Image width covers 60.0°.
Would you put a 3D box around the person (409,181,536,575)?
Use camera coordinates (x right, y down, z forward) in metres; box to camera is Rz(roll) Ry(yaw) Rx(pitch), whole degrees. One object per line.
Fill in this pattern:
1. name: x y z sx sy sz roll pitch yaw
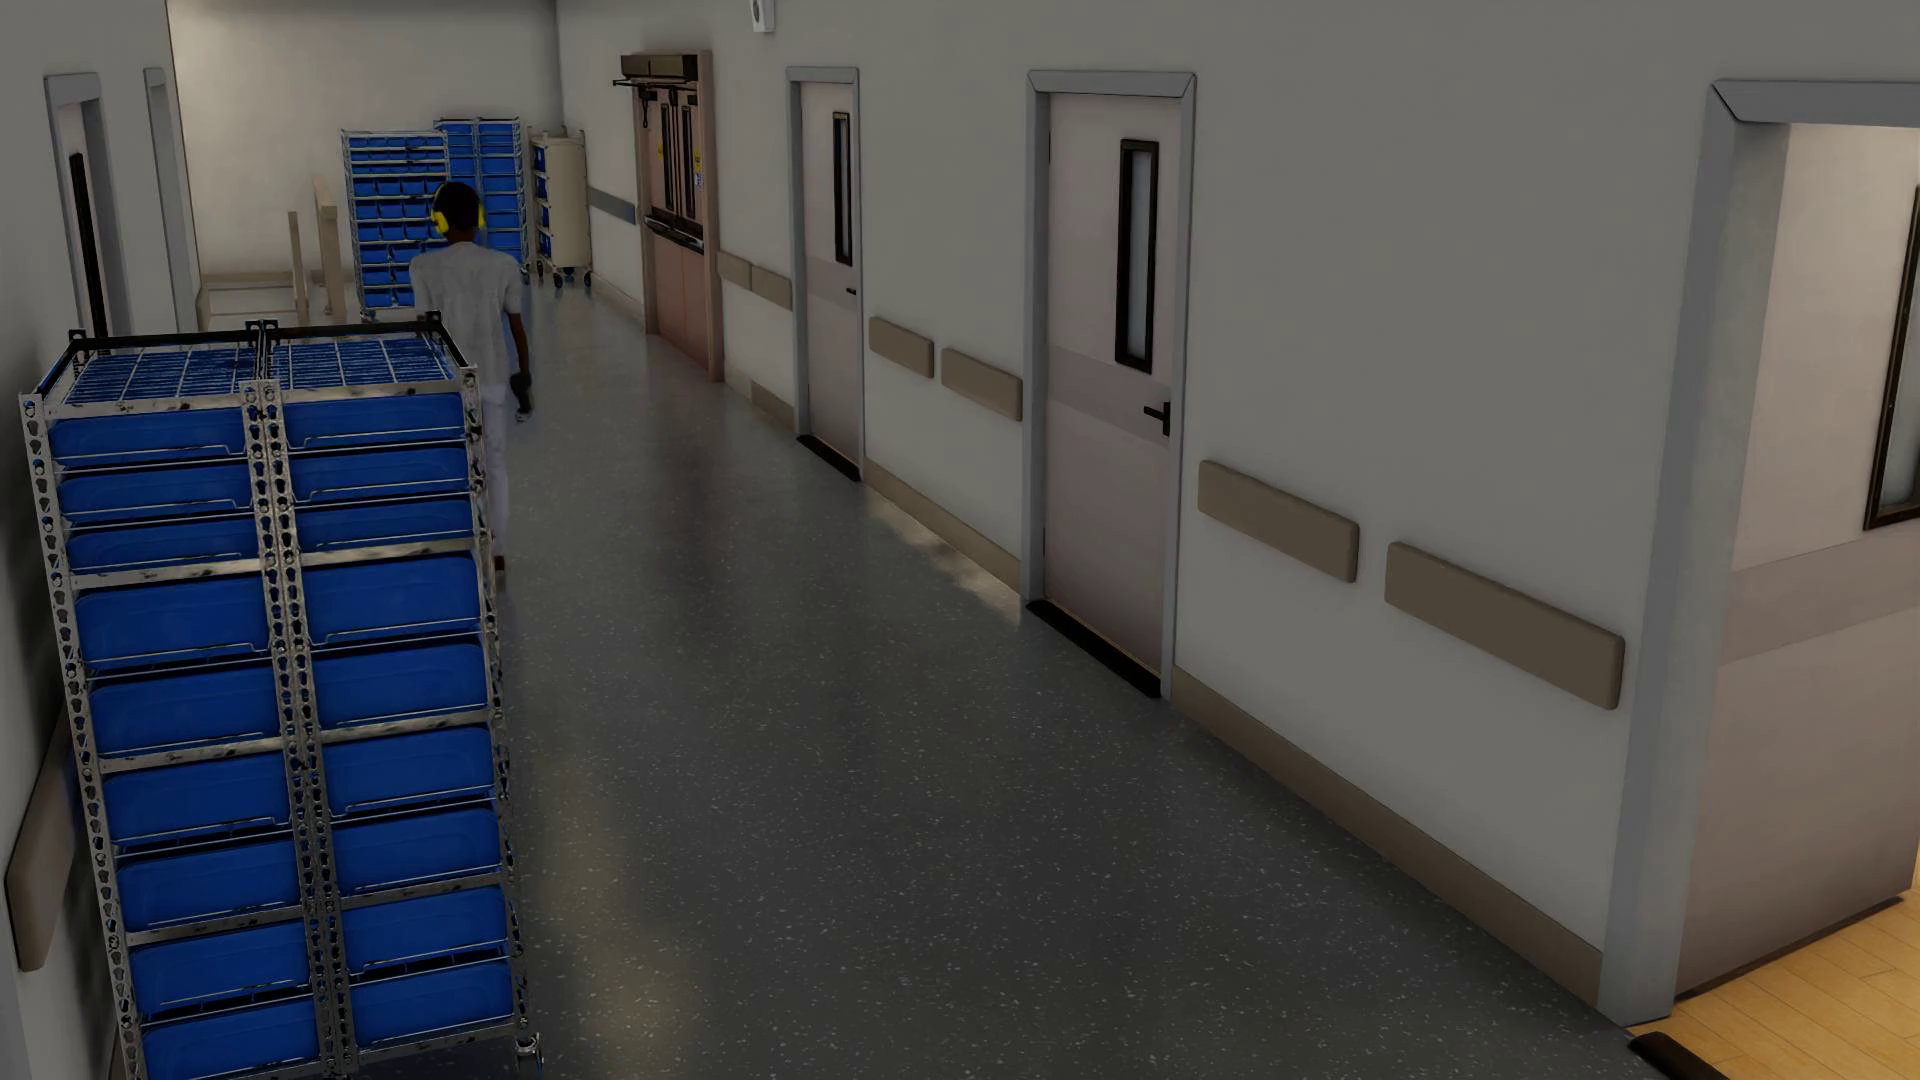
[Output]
1. person: -2.226 -0.709 7.650 0.562 1.848 0.490 -8 18 -25
